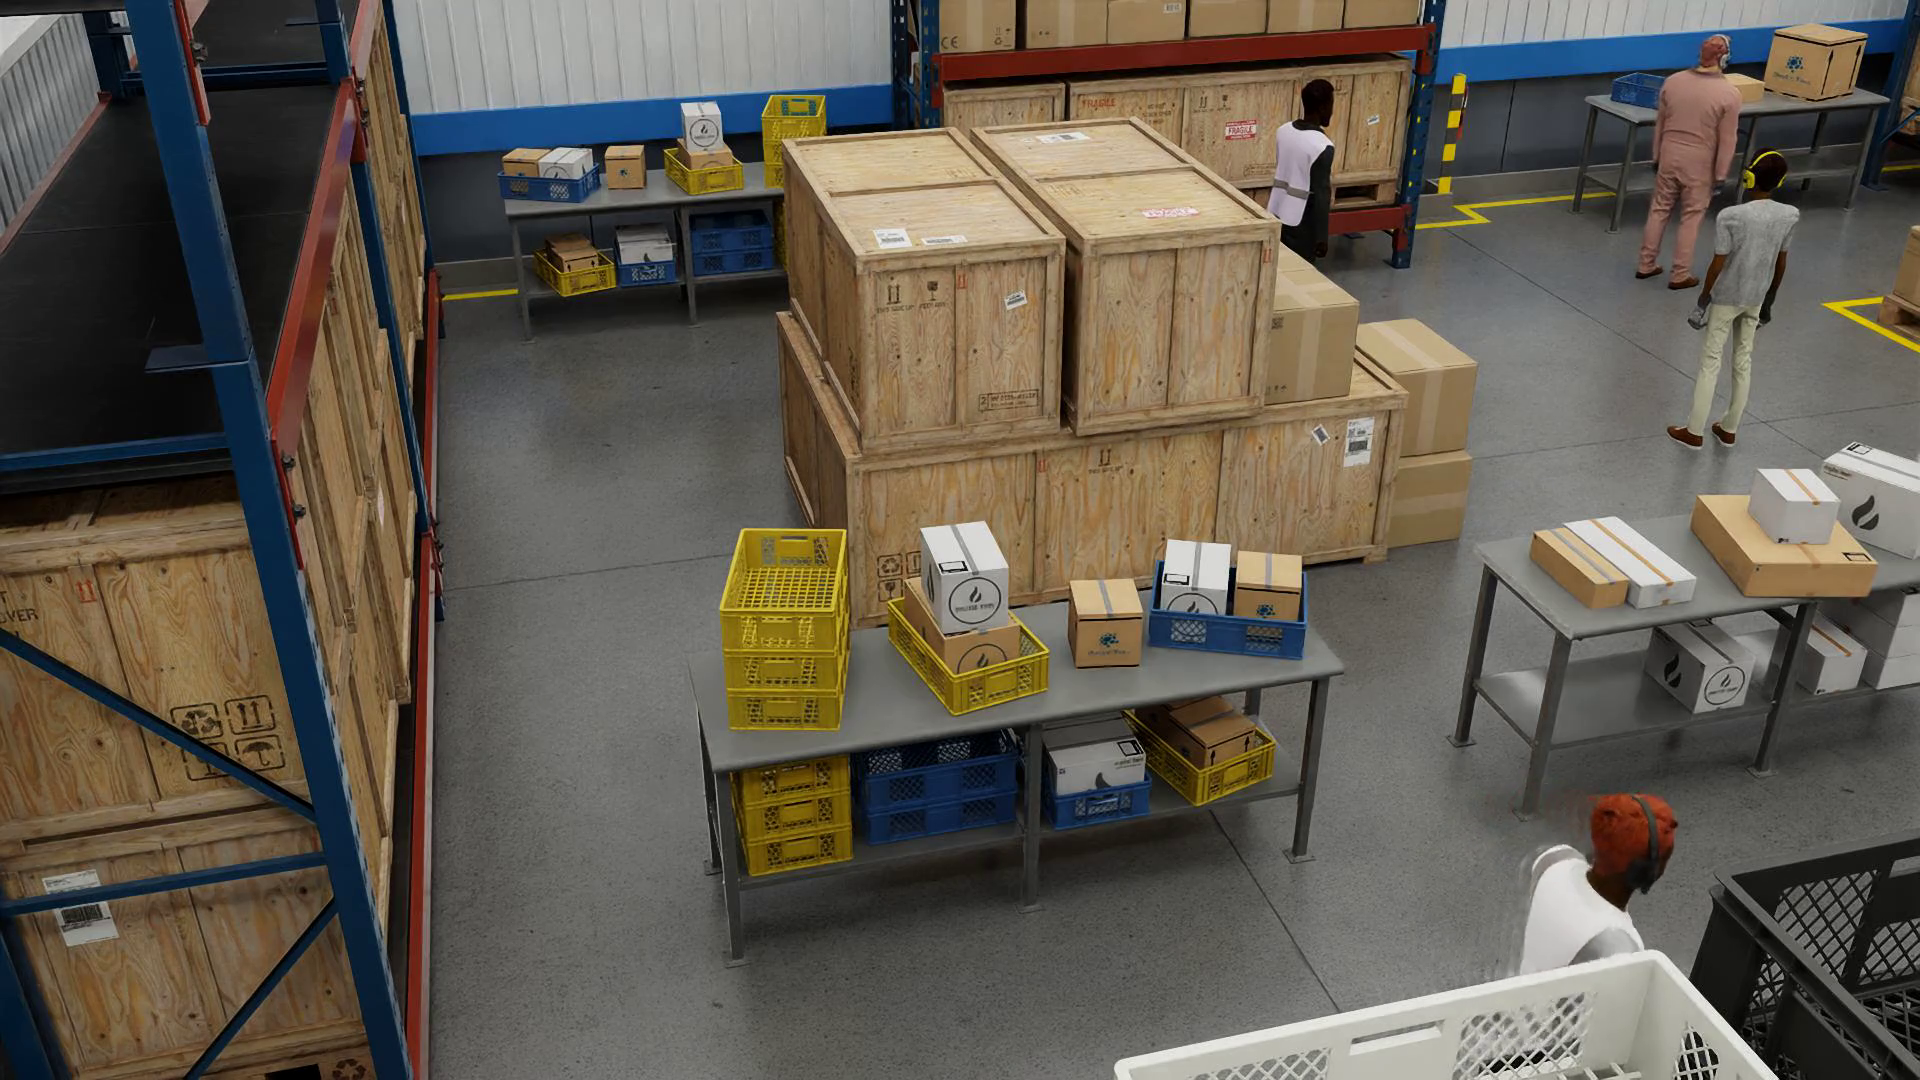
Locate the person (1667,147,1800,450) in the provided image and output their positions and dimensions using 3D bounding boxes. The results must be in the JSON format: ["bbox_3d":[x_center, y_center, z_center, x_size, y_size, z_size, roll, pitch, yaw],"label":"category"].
[{"bbox_3d":[4.685,-1.443,10.058,0.514,1.876,0.328,-3,29,-6],"label":"person"}]

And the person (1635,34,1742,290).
[{"bbox_3d":[5.547,-2.858,12.609,0.403,1.899,0.643,-21,35,-33],"label":"person"}]

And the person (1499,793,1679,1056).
[{"bbox_3d":[1.790,1.483,4.769,0.813,1.851,0.603,-3,29,-5],"label":"person"}]

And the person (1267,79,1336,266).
[{"bbox_3d":[2.304,-2.173,11.347,0.383,1.912,0.586,-11,31,-19],"label":"person"}]
